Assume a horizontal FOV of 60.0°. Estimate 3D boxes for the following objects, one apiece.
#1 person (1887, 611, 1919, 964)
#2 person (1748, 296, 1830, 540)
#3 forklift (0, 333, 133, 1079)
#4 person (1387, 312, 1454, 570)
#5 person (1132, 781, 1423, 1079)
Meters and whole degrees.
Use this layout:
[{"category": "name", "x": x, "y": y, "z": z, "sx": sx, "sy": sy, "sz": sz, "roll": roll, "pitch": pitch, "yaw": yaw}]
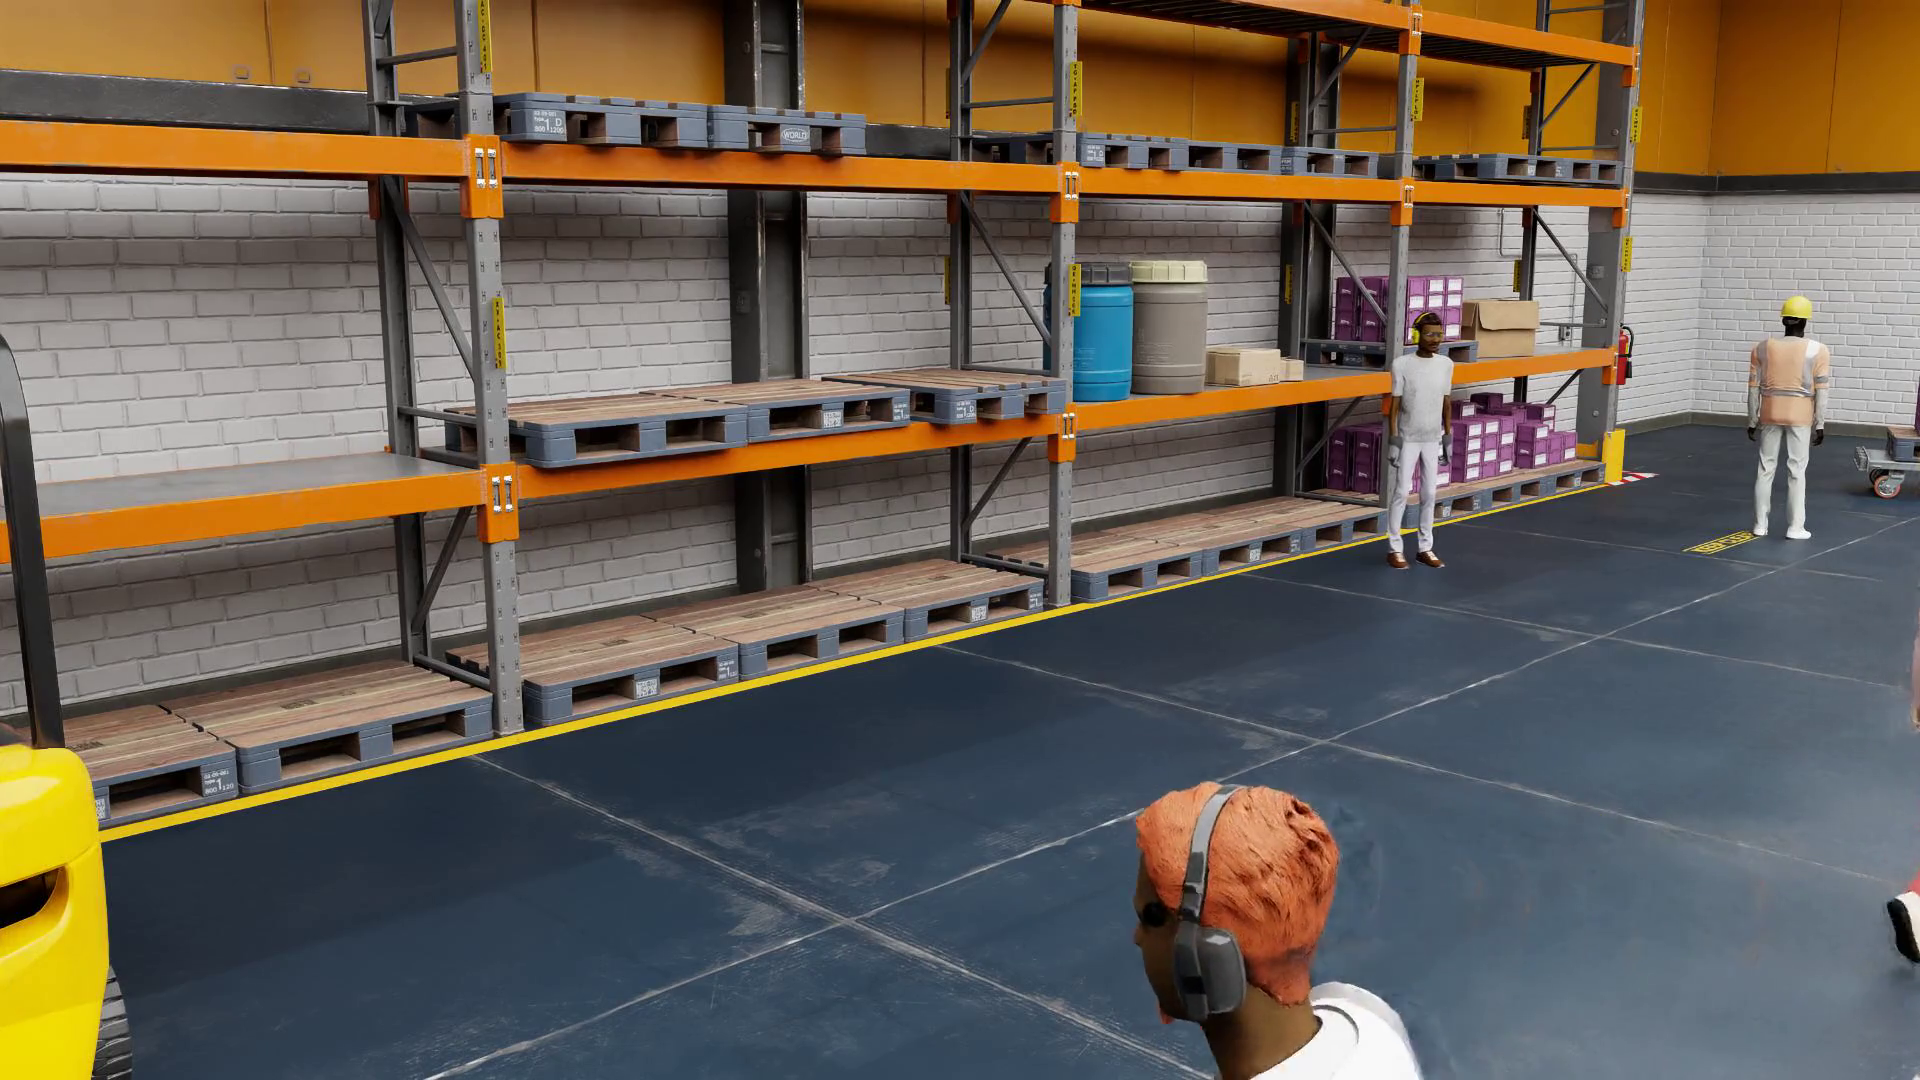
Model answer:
[{"category": "person", "x": 3.361, "y": 0.541, "z": 5.511, "sx": 0.727, "sy": 1.740, "sz": 0.530, "roll": -4, "pitch": 11, "yaw": -22}, {"category": "person", "x": 6.556, "y": -0.961, "z": 13.193, "sx": 0.584, "sy": 1.928, "sz": 0.367, "roll": 8, "pitch": 13, "yaw": 39}, {"category": "forklift", "x": -3.289, "y": 0.485, "z": 4.582, "sx": 1.214, "sy": 2.155, "sz": 2.313, "roll": -10, "pitch": 14, "yaw": -44}, {"category": "person", "x": 3.332, "y": -0.713, "z": 12.029, "sx": 0.515, "sy": 1.862, "sz": 0.328, "roll": -3, "pitch": 11, "yaw": -14}, {"category": "person", "x": 0.436, "y": 1.169, "z": 1.845, "sx": 0.970, "sy": 1.843, "sz": 0.554, "roll": 7, "pitch": 13, "yaw": 35}]
